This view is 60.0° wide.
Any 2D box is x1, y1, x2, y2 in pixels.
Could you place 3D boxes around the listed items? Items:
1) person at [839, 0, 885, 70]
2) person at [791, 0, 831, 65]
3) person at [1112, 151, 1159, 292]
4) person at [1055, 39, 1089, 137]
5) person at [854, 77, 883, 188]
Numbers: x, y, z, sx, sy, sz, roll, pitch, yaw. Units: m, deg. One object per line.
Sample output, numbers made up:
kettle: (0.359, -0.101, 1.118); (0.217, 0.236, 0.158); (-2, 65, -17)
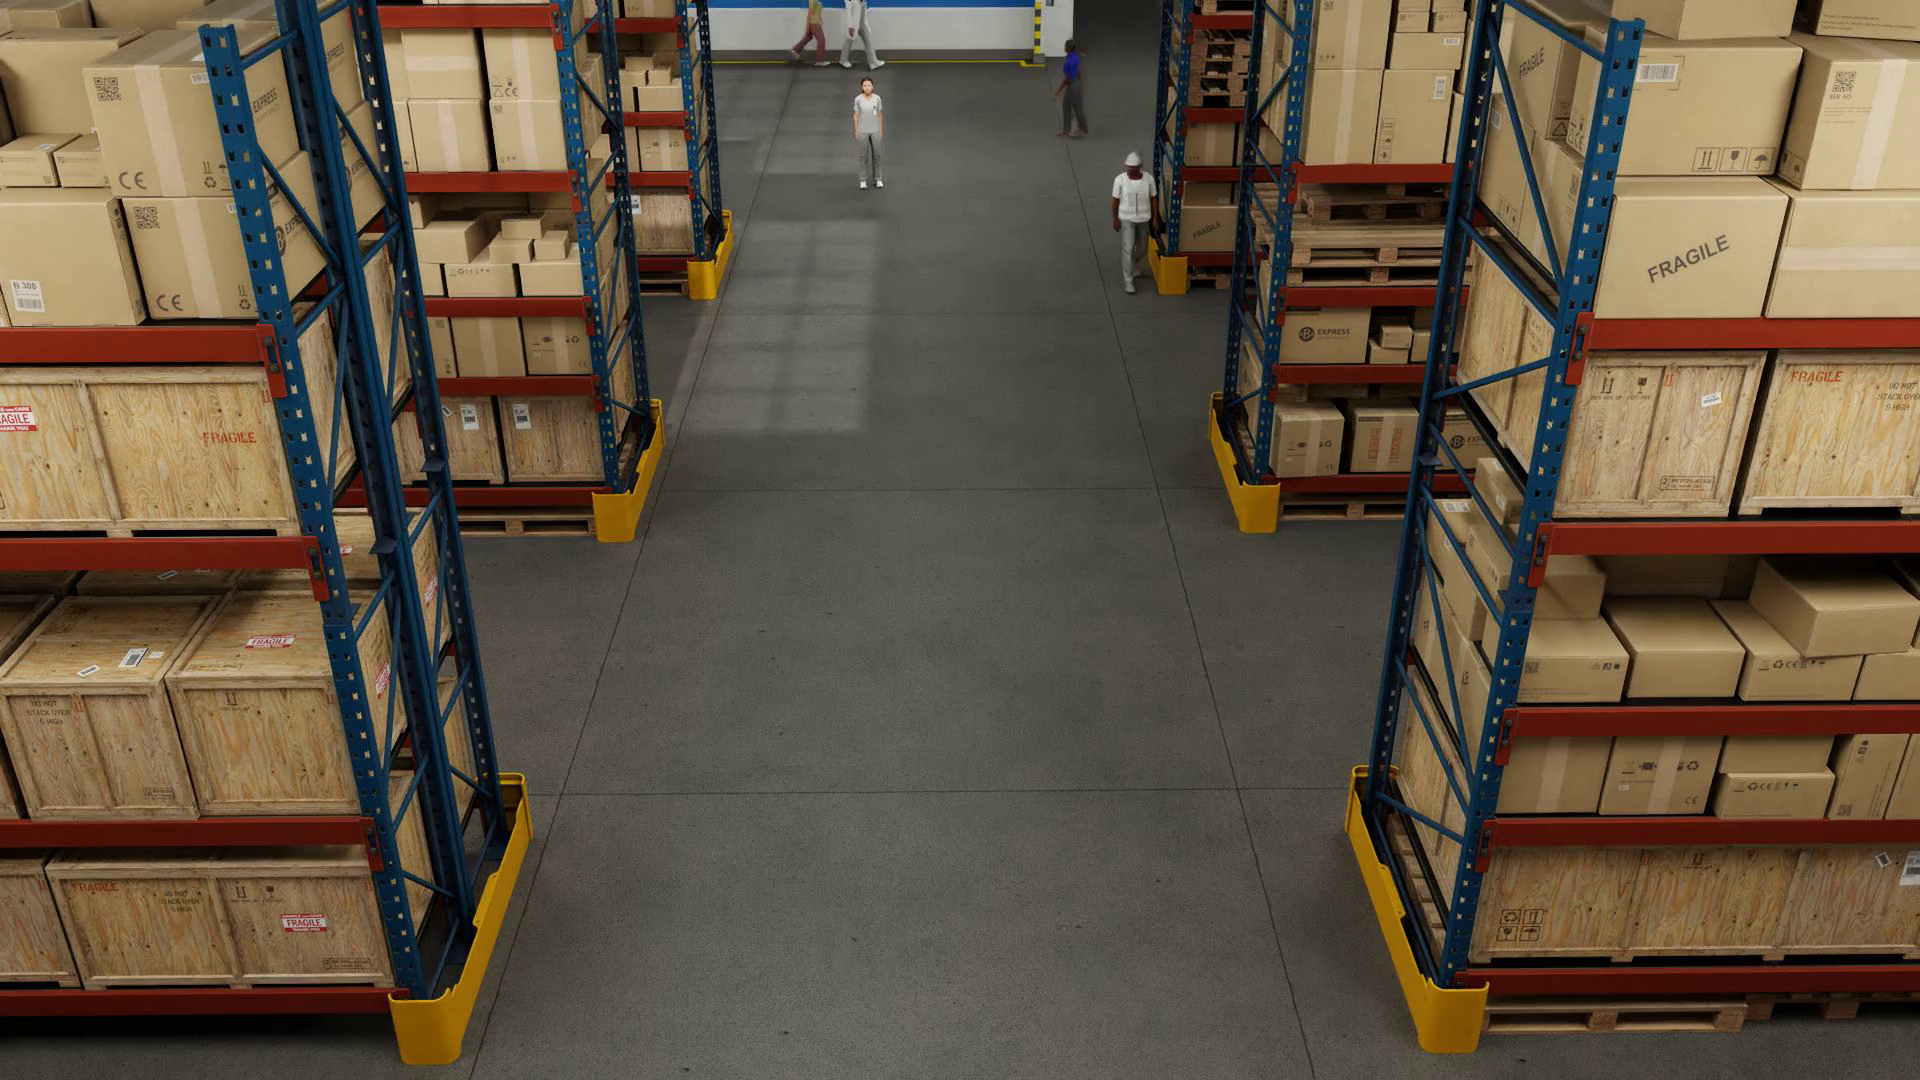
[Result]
person: (-2.006, -10.180, 32.852); (0.601, 1.727, 1.106); (-24, 36, -37)
person: (-3.032, -10.405, 33.396); (0.769, 1.635, 0.700); (-4, 29, -8)
person: (2.293, -4.182, 21.689); (0.581, 1.747, 0.901); (-4, 28, -7)
person: (1.916, -7.672, 28.303); (0.599, 1.670, 0.467); (3, 28, 6)
person: (-1.409, -6.316, 25.753); (0.435, 1.671, 0.400); (-5, 29, -10)
